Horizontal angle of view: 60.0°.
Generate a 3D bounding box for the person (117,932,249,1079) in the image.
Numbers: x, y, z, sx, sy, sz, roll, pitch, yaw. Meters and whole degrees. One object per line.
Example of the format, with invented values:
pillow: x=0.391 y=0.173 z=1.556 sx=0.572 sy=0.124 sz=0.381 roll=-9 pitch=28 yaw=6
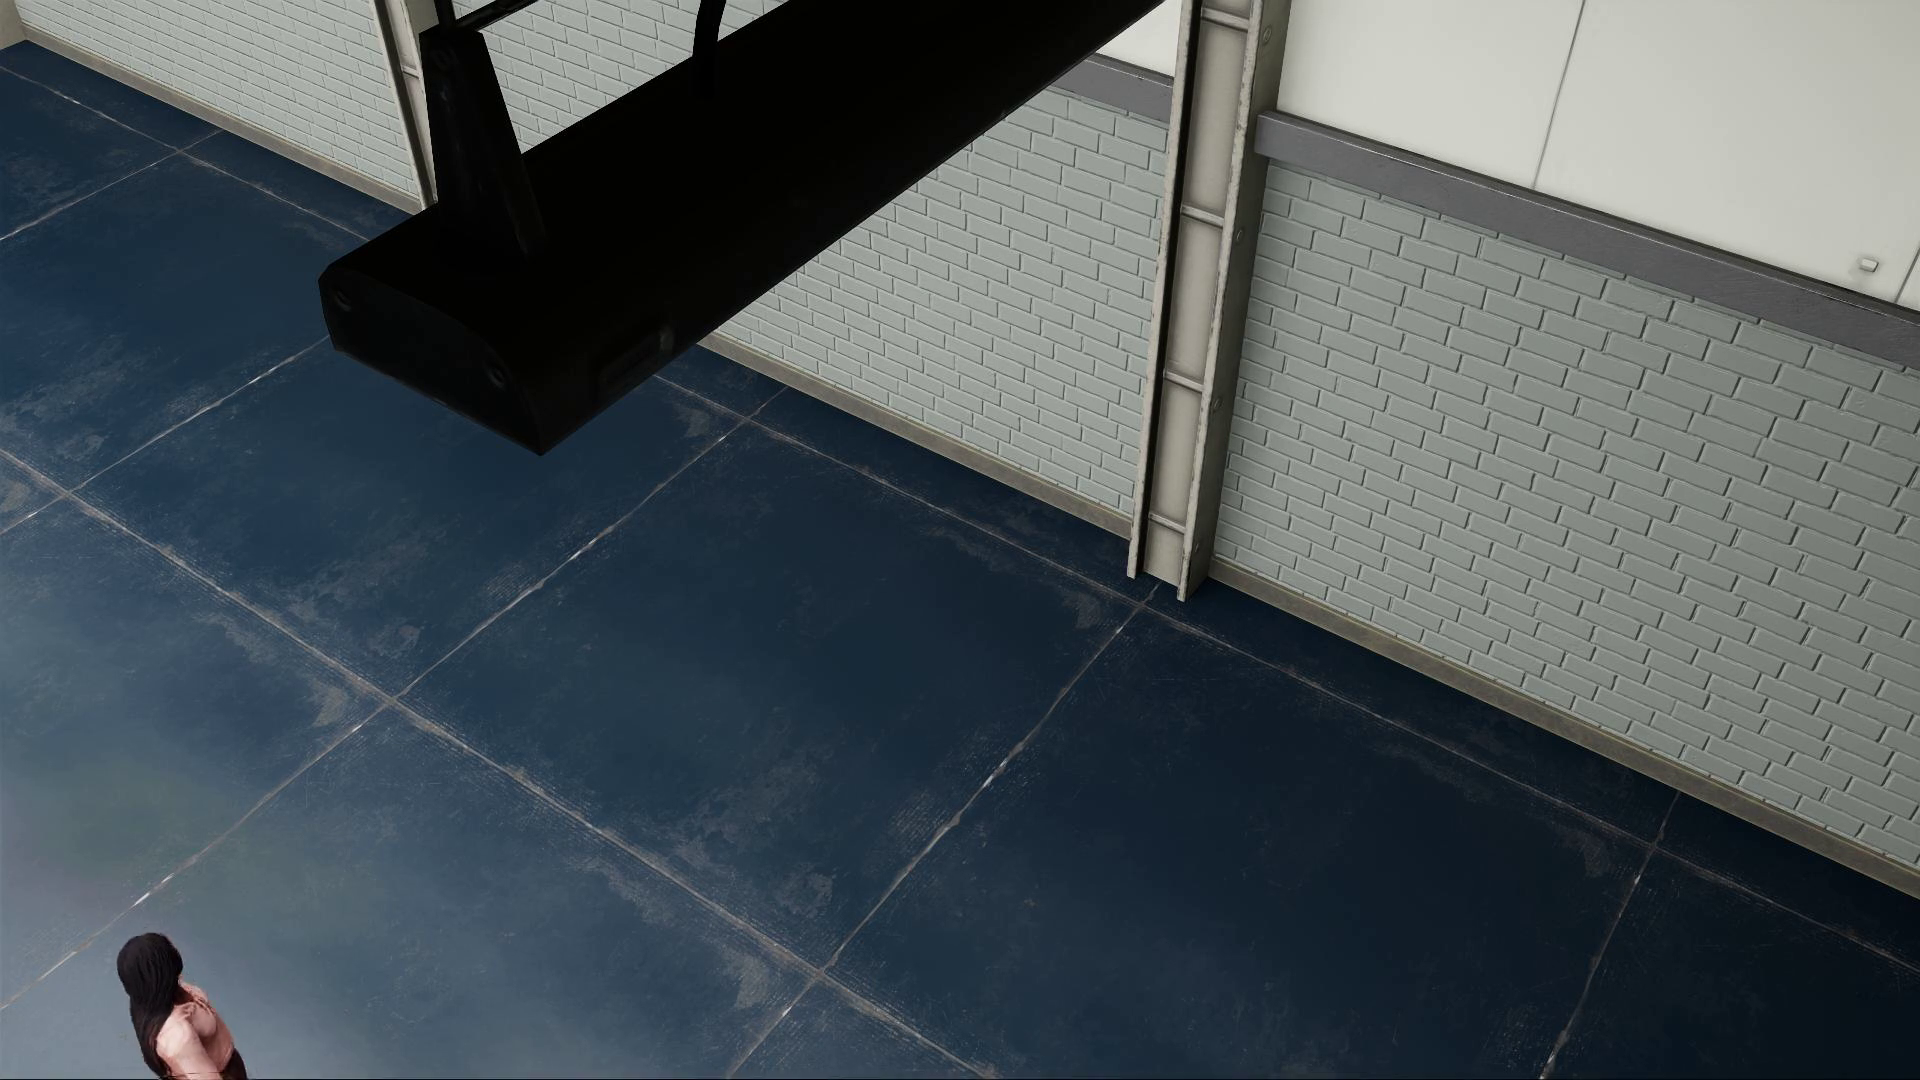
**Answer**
person: x=-2.932 y=2.159 z=6.516 sx=0.892 sy=1.705 sz=0.757 roll=-11 pitch=44 yaw=-11
